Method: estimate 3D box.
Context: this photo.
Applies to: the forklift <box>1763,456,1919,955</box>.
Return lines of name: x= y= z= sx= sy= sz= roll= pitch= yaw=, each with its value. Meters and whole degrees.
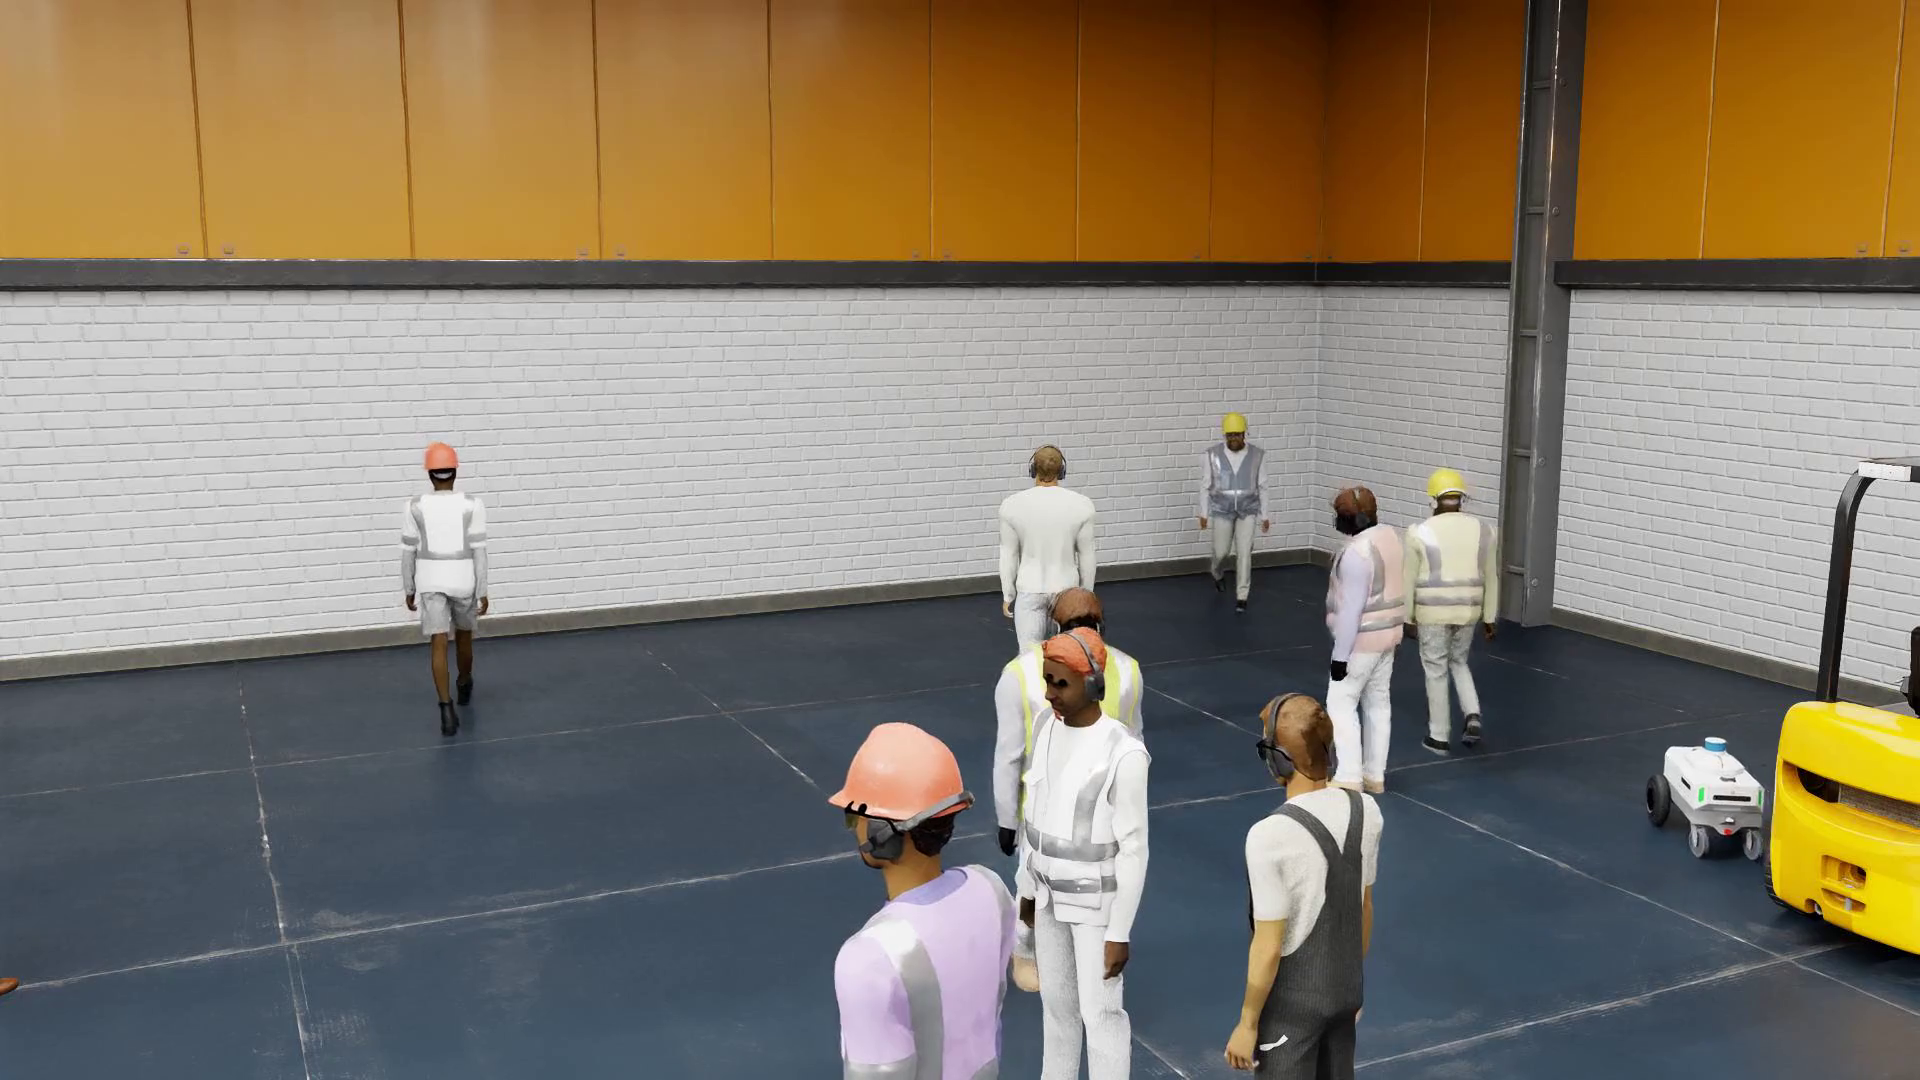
forklift: x=4.857 y=0.731 z=7.561 sx=2.313 sy=2.155 sz=1.214 roll=-4 pitch=10 yaw=-25

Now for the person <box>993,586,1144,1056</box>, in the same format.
person: x=0.437 y=1.062 z=6.711 sx=0.640 sy=1.810 sz=0.898 roll=-2 pitch=9 yaw=-11

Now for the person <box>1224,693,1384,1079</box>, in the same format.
person: x=0.991 y=1.348 z=4.833 sx=0.507 sy=1.839 sz=0.344 roll=-7 pitch=11 yaw=-35

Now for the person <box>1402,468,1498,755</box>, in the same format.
person: x=3.061 y=0.460 z=10.454 sx=0.593 sy=1.809 sz=0.528 roll=-2 pitch=9 yaw=-9

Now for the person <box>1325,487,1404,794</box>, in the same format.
person: x=2.320 y=0.598 z=9.600 sx=0.434 sy=1.817 sz=0.661 roll=7 pitch=12 yaw=38

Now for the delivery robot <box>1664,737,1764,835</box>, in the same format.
delivery robot: x=4.000 y=1.295 z=8.841 sx=0.477 sy=0.478 sz=0.707 roll=1 pitch=9 yaw=9

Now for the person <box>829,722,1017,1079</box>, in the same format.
person: x=-0.114 y=1.418 z=3.776 sx=0.396 sy=2.038 sz=0.610 roll=5 pitch=11 yaw=29

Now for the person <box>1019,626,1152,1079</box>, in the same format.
person: x=0.385 y=1.209 z=5.543 sx=0.356 sy=1.887 sz=0.573 roll=-6 pitch=11 yaw=-34

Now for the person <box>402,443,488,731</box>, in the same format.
person: x=-3.476 y=0.290 z=11.254 sx=0.560 sy=1.877 sz=1.045 roll=-2 pitch=9 yaw=-14

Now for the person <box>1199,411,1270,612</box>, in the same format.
person: x=2.479 y=-0.282 z=15.046 sx=0.623 sy=1.805 sz=0.615 roll=1 pitch=9 yaw=7

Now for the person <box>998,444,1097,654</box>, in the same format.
person: x=0.561 y=0.349 z=10.721 sx=0.631 sy=1.940 sz=0.372 roll=0 pitch=9 yaw=1

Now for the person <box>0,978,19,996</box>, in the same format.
person: x=-4.273 y=0.984 z=6.876 sx=0.653 sy=1.906 sz=0.408 roll=4 pitch=10 yaw=23
